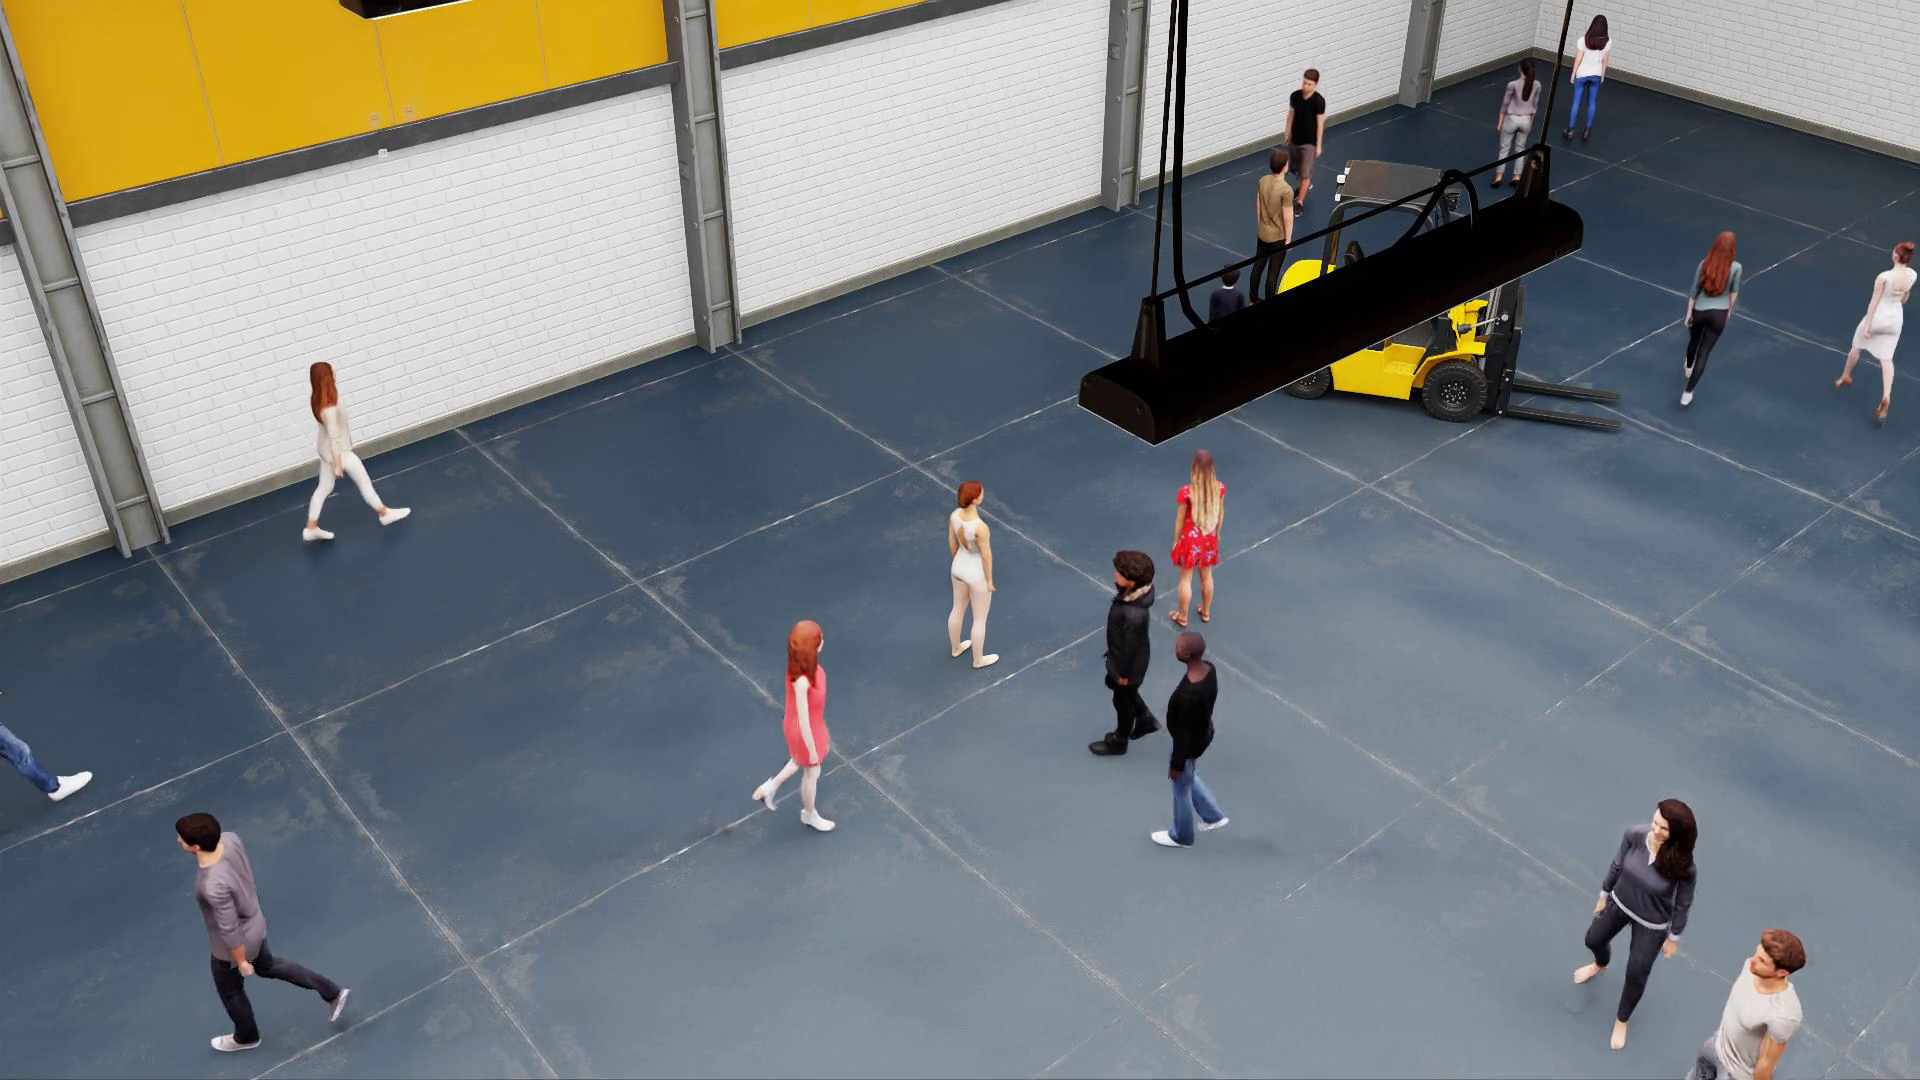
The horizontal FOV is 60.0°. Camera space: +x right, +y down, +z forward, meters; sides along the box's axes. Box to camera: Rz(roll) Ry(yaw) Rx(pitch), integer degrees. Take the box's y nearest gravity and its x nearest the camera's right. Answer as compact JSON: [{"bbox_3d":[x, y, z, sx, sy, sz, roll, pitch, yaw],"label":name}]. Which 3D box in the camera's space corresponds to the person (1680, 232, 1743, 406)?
[{"bbox_3d":[7.335,-2.131,16.314,0.919,1.690,1.227,15,36,21],"label":"person"}]

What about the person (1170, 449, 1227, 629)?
[{"bbox_3d":[1.881,-0.009,13.210,0.599,1.593,0.709,-9,35,-14],"label":"person"}]

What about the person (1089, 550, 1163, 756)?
[{"bbox_3d":[1.267,0.817,11.805,0.913,1.772,0.850,2,34,4],"label":"person"}]

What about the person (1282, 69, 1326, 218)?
[{"bbox_3d":[4.253,-4.887,20.327,0.931,1.838,0.751,-25,41,-33],"label":"person"}]

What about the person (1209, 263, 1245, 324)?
[{"bbox_3d":[2.701,-2.218,16.872,0.668,1.218,0.720,-2,34,-3],"label":"person"}]

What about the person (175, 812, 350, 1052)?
[{"bbox_3d":[-4.076,2.250,9.596,1.168,1.830,1.038,-3,34,-5],"label":"person"}]

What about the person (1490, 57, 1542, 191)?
[{"bbox_3d":[7.037,-5.257,21.030,0.687,1.675,0.775,-2,34,-3],"label":"person"}]

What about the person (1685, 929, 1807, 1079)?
[{"bbox_3d":[4.207,2.753,8.793,1.045,1.882,0.979,2,34,3],"label":"person"}]

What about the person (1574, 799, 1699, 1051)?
[{"bbox_3d":[3.992,2.177,9.762,0.746,1.768,0.728,25,41,33],"label":"person"}]

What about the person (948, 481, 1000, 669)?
[{"bbox_3d":[0.081,0.252,12.770,0.570,1.644,0.497,28,43,36],"label":"person"}]

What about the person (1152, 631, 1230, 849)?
[{"bbox_3d":[1.607,1.349,11.037,0.871,1.736,0.809,11,35,16],"label":"person"}]

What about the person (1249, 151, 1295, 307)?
[{"bbox_3d":[3.360,-3.300,17.927,0.590,1.850,0.677,-21,39,-28],"label":"person"}]

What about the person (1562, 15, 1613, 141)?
[{"bbox_3d":[8.504,-6.249,22.515,0.677,1.684,0.731,4,34,6],"label":"person"}]

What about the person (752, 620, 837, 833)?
[{"bbox_3d":[-1.117,1.275,11.082,0.933,1.810,0.853,-4,34,-6],"label":"person"}]

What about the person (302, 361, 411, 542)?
[{"bbox_3d":[-5.416,-0.713,14.198,1.134,1.672,0.584,-25,41,-32],"label":"person"}]

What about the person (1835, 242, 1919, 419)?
[{"bbox_3d":[8.970,-2.011,16.081,1.090,1.748,1.098,0,34,0],"label":"person"}]
